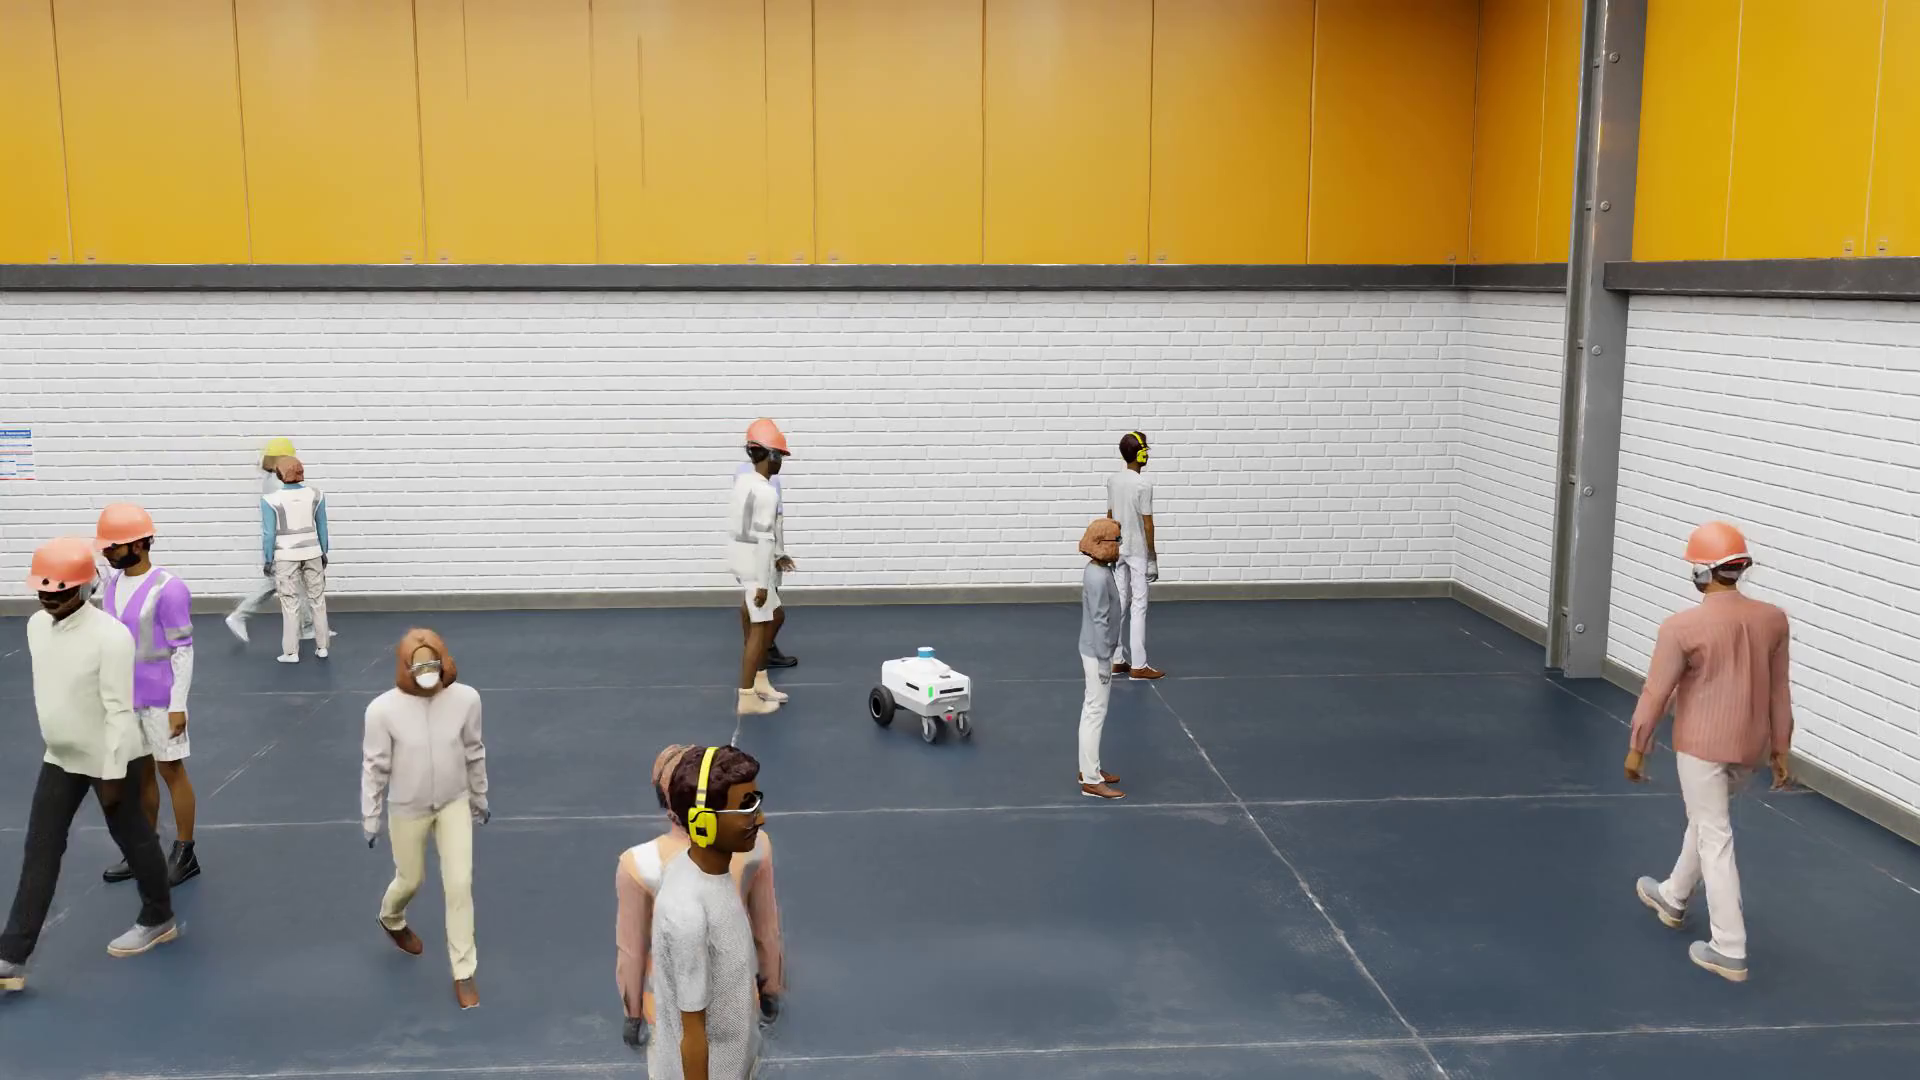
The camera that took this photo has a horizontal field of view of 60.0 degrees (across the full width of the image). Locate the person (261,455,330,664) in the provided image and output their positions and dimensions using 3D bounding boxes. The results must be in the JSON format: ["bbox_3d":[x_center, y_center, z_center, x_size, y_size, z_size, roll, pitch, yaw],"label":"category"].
[{"bbox_3d":[-5.189,0.153,13.015,0.514,1.640,0.310,-8,12,-42],"label":"person"}]

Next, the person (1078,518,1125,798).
[{"bbox_3d":[0.828,0.679,9.728,0.278,1.633,0.507,0,9,2],"label":"person"}]

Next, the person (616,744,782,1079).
[{"bbox_3d":[-0.755,1.431,5.046,0.512,1.621,0.521,-6,11,-33],"label":"person"}]

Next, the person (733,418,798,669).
[{"bbox_3d":[-1.517,0.026,12.873,0.356,1.938,0.543,-8,12,-40],"label":"person"}]

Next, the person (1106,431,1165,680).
[{"bbox_3d":[1.313,0.115,12.515,0.329,1.877,0.508,-7,11,-36],"label":"person"}]

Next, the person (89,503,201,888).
[{"bbox_3d":[-4.045,0.769,8.236,0.542,1.931,0.375,4,10,25],"label":"person"}]

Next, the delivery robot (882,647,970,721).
[{"bbox_3d":[-0.228,0.957,11.061,0.477,0.478,0.707,-5,10,-30],"label":"delivery robot"}]

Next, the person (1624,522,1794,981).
[{"bbox_3d":[3.262,0.883,7.419,0.657,1.951,0.949,-3,9,-16],"label":"person"}]

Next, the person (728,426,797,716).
[{"bbox_3d":[-1.387,0.208,11.615,0.609,1.999,0.642,-4,10,-25],"label":"person"}]

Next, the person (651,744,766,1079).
[{"bbox_3d":[-0.622,1.429,4.280,0.313,1.869,0.539,-1,9,-5],"label":"person"}]

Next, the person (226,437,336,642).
[{"bbox_3d":[-5.643,0.005,13.712,0.786,1.715,0.495,-7,11,-38],"label":"person"}]

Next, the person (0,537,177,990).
[{"bbox_3d":[-3.788,0.947,7.083,0.640,1.934,1.031,4,10,23],"label":"person"}]

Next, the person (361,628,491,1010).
[{"bbox_3d":[-2.282,1.121,7.073,0.541,1.593,0.760,-6,11,-33],"label":"person"}]
